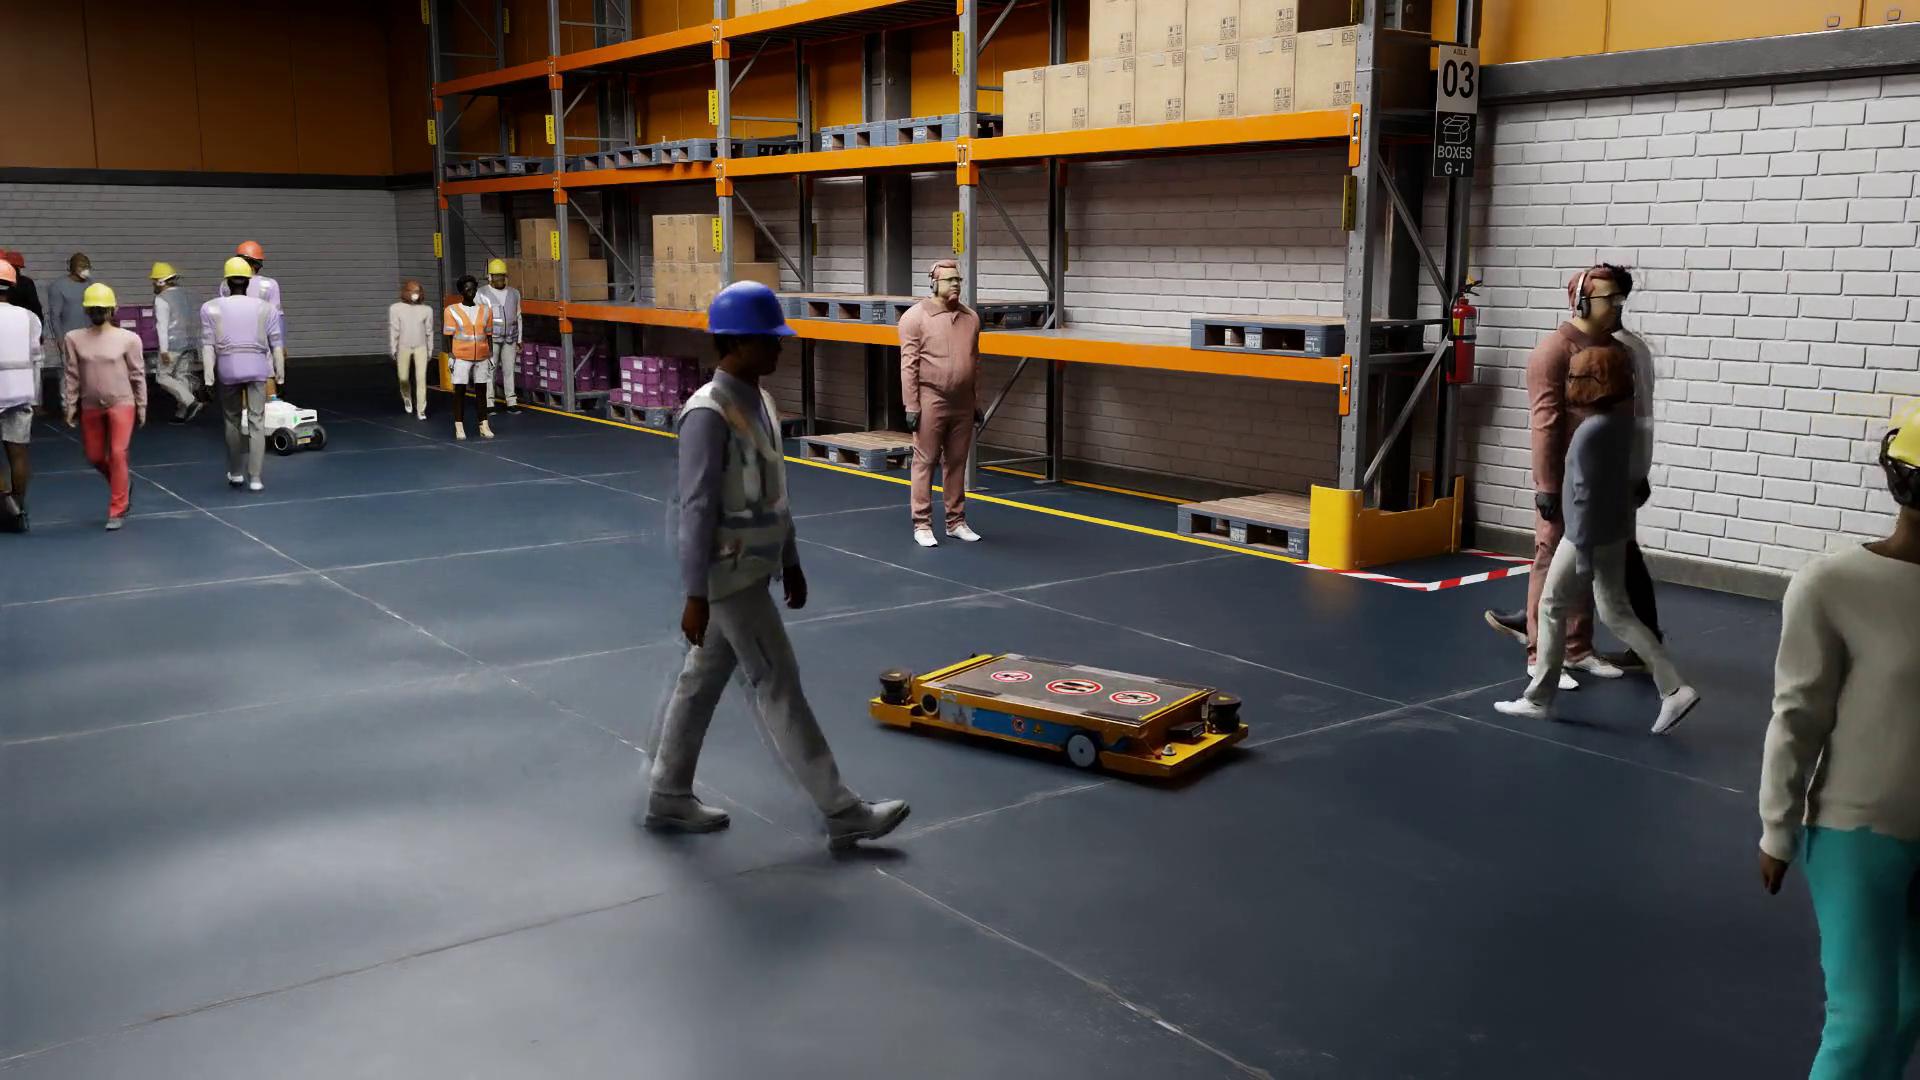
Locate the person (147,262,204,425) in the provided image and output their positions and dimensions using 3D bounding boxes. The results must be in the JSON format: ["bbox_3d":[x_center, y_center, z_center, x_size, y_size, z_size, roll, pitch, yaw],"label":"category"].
[{"bbox_3d":[-8.694,-2.162,18.449,0.497,1.817,0.606,1,10,5],"label":"person"}]

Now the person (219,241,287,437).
[{"bbox_3d":[-7.125,-1.991,16.831,0.605,2.045,0.381,0,10,-2],"label":"person"}]

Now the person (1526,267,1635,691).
[{"bbox_3d":[2.866,-0.282,7.630,0.643,1.913,0.410,-7,13,-36],"label":"person"}]

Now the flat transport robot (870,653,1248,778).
[{"bbox_3d":[0.391,0.683,6.820,1.431,0.197,0.652,7,12,35],"label":"flat transport robot"}]

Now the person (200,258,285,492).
[{"bbox_3d":[-5.914,-1.366,13.724,0.623,1.892,0.874,-5,11,-24],"label":"person"}]

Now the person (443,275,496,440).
[{"bbox_3d":[-5.061,-1.884,17.199,0.535,1.700,0.318,-7,13,-36],"label":"person"}]

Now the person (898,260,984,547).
[{"bbox_3d":[-0.099,-0.917,11.191,0.643,1.913,0.410,-7,13,-36],"label":"person"}]

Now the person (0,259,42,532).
[{"bbox_3d":[-6.707,-1.000,11.657,0.408,1.911,0.568,5,11,26],"label":"person"}]

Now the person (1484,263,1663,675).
[{"bbox_3d":[2.983,-0.351,7.963,0.979,1.914,0.631,8,13,37],"label":"person"}]

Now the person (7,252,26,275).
[{"bbox_3d":[-12.228,-2.751,21.441,0.569,1.915,0.449,1,10,7],"label":"person"}]

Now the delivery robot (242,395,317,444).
[{"bbox_3d":[-6.588,-1.159,16.082,0.707,0.478,0.477,4,11,20],"label":"delivery robot"}]

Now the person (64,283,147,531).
[{"bbox_3d":[-6.101,-0.969,11.934,0.539,1.743,0.706,-1,10,-7],"label":"person"}]

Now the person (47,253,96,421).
[{"bbox_3d":[-10.050,-2.296,18.976,0.679,1.908,0.643,7,12,35],"label":"person"}]

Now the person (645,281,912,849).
[{"bbox_3d":[-0.661,0.094,5.563,0.983,1.891,0.634,2,10,9],"label":"person"}]

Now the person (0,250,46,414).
[{"bbox_3d":[-11.182,-2.454,19.694,0.684,1.961,0.427,0,10,-1],"label":"person"}]

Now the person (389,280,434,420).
[{"bbox_3d":[-6.355,-2.216,19.291,0.501,1.605,0.733,-4,11,-22],"label":"person"}]

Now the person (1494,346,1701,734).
[{"bbox_3d":[2.671,0.003,6.876,0.766,1.606,0.495,10,14,44],"label":"person"}]

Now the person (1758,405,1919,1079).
[{"bbox_3d":[1.870,0.594,3.183,0.540,1.746,0.631,-1,10,-3],"label":"person"}]

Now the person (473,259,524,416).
[{"bbox_3d":[-5.429,-2.384,19.623,0.590,1.833,0.404,-7,13,-36],"label":"person"}]
